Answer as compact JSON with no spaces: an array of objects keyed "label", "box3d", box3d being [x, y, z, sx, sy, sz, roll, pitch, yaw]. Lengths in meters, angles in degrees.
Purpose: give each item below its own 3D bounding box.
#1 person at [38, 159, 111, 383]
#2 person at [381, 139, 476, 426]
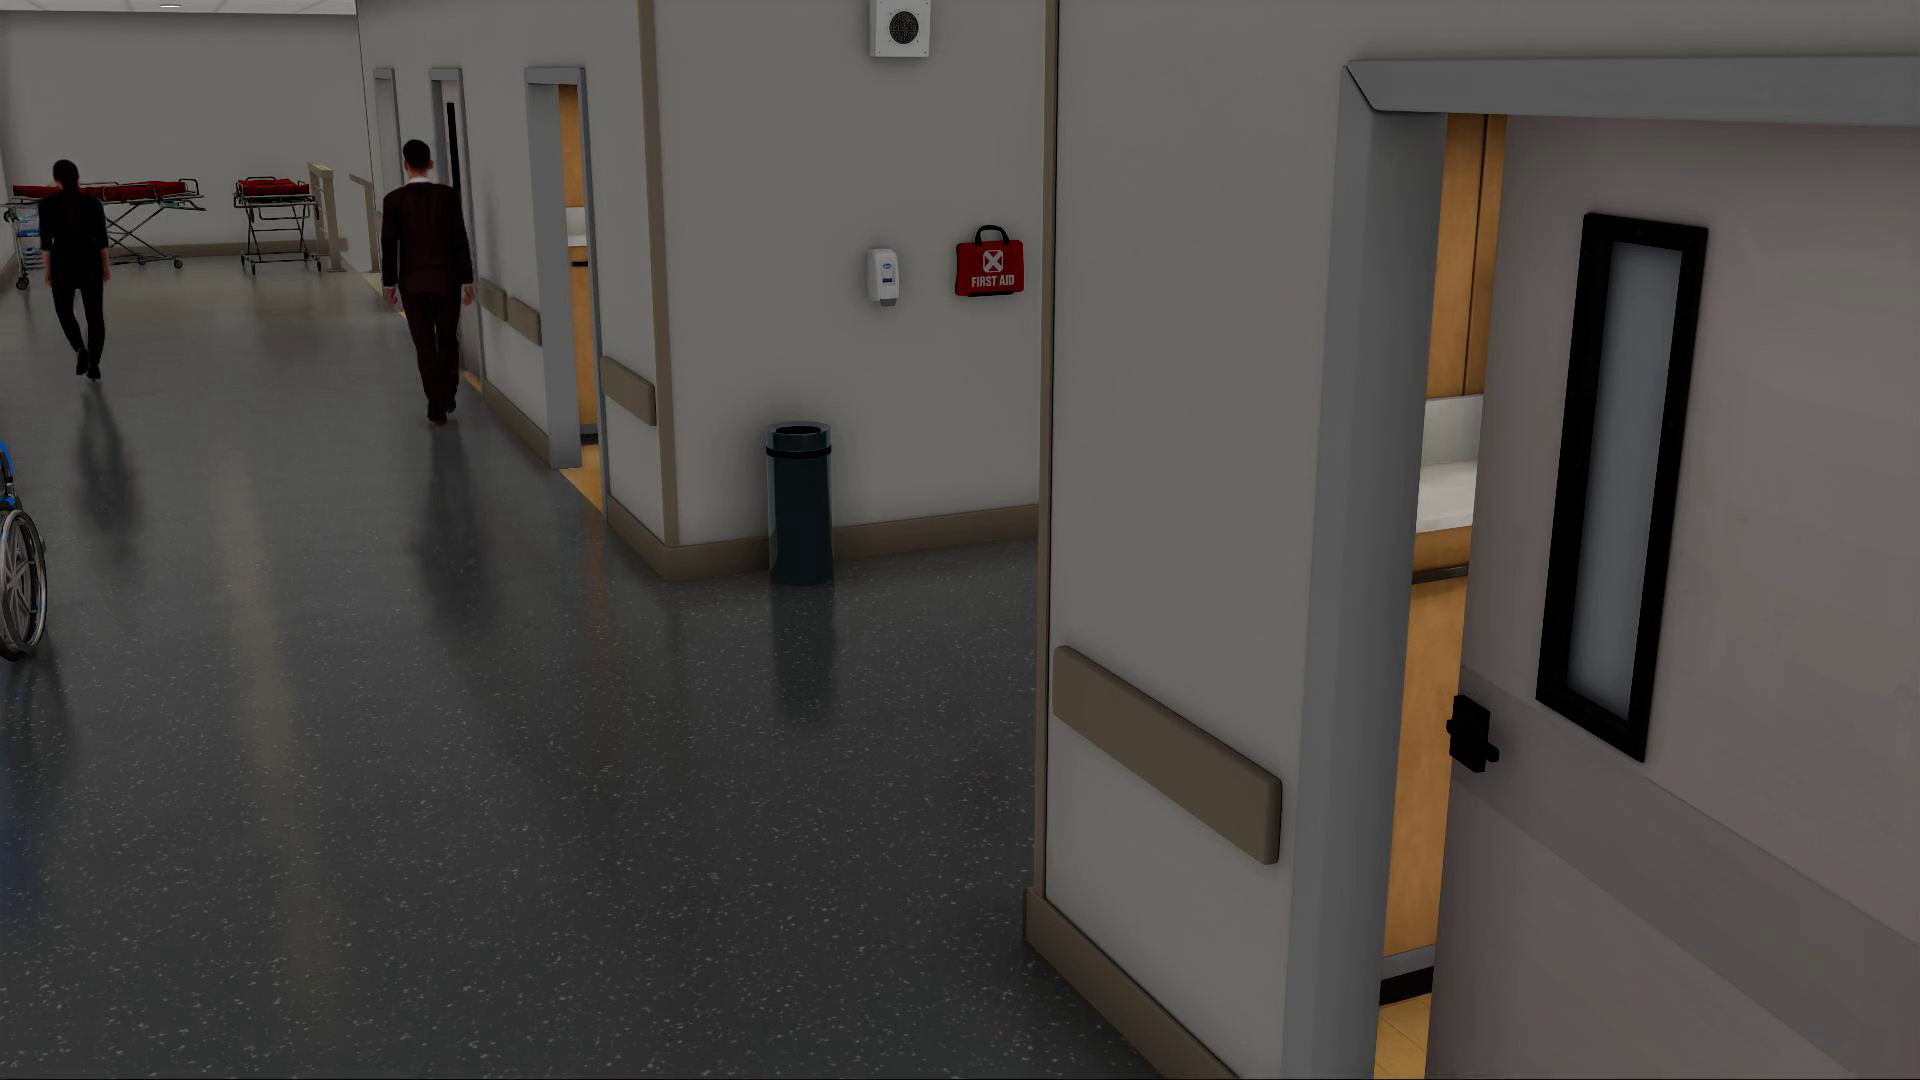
[{"label":"person","box3d":[-6.594,-1.991,12.440,0.652,1.650,0.647,-10,19,-32]},{"label":"person","box3d":[-3.478,-1.674,10.953,0.705,1.847,0.801,-7,17,-25]}]
